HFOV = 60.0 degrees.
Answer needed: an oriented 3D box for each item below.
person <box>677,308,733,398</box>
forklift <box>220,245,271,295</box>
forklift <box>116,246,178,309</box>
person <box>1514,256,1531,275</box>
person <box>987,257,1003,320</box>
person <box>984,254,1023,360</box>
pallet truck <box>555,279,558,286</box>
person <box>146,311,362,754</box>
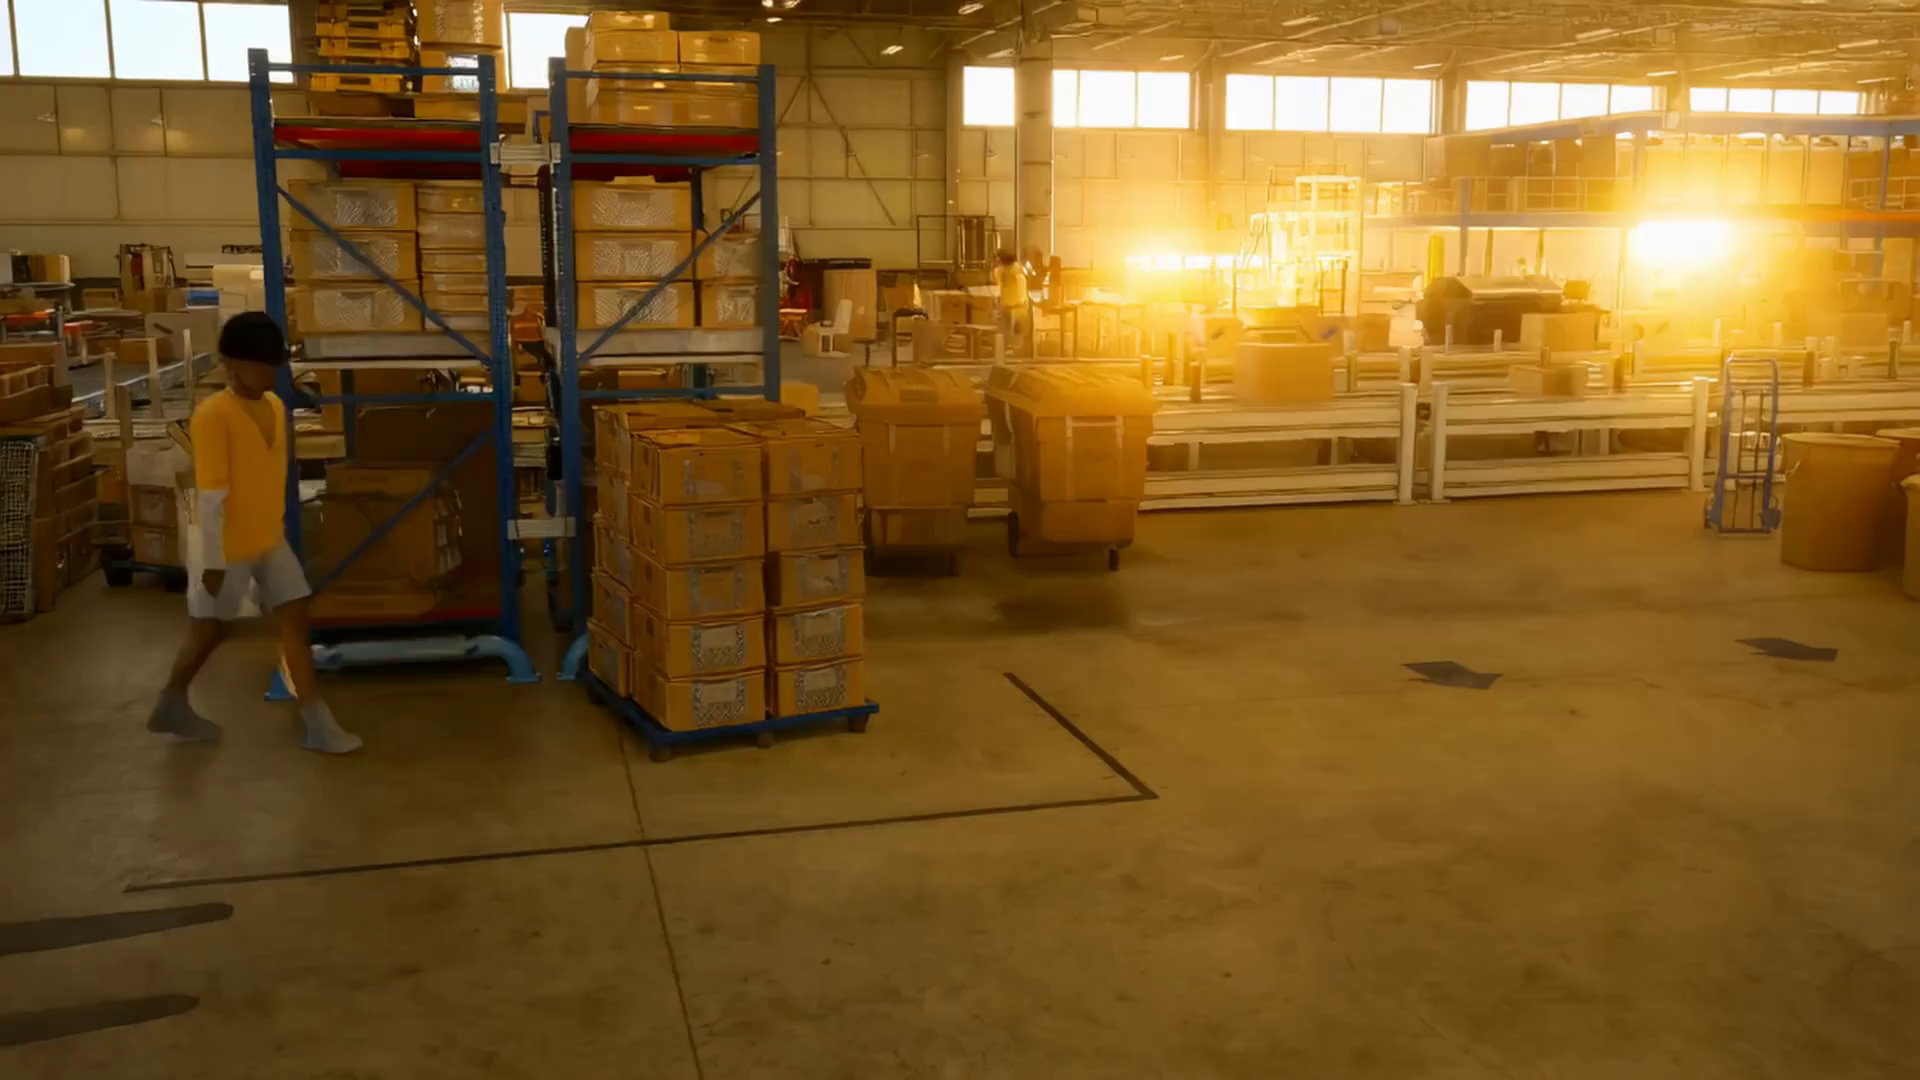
[{"bbox_3d":[-2.579,-1.743,16.819,0.586,1.823,0.403,-3,10,-14],"label":"person"},{"bbox_3d":[-17.749,-6.334,41.440,1.157,1.987,2.680,-3,10,-17],"label":"forklift"},{"bbox_3d":[-19.966,-6.232,40.894,1.157,1.987,2.680,-3,10,-15],"label":"forklift"},{"bbox_3d":[16.719,-7.538,49.573,0.513,1.843,0.335,-1,10,-6],"label":"person"},{"bbox_3d":[0.848,-5.514,37.971,0.432,1.892,0.658,-1,10,-6],"label":"person"},{"bbox_3d":[0.608,-3.415,25.784,0.996,1.991,0.624,-1,10,-7],"label":"person"},{"bbox_3d":[-10.604,-6.375,44.520,0.653,1.274,1.630,-3,10,-15],"label":"pallet truck"},{"bbox_3d":[-3.039,-0.025,6.981,0.978,1.879,0.607,3,10,14],"label":"person"}]
